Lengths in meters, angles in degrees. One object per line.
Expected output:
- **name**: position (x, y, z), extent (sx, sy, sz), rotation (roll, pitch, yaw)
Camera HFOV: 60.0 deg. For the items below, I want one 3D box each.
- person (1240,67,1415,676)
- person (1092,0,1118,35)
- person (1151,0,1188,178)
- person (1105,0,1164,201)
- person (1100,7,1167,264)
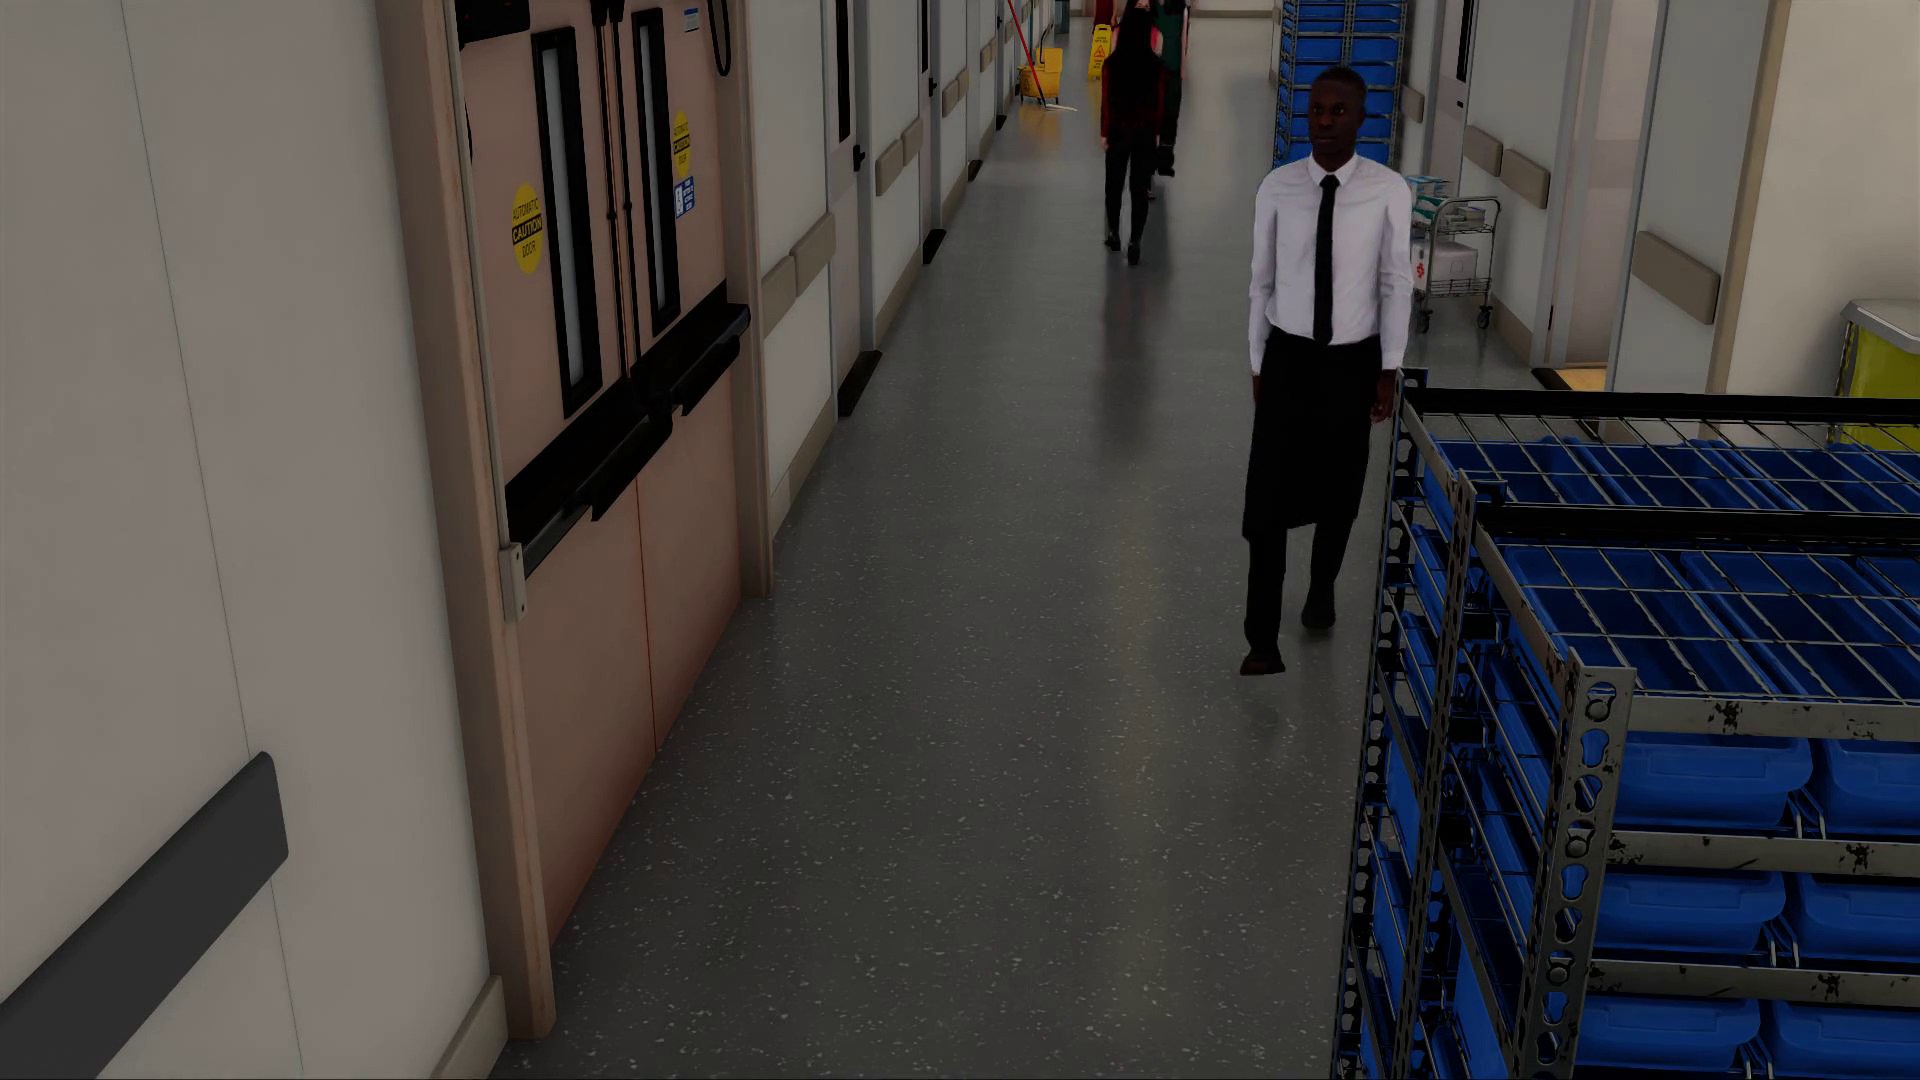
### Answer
- **person**: position (1.149, -0.511, 5.162), extent (0.812, 1.790, 1.259), rotation (6, 22, 15)
- **person**: position (2.151, -7.743, 24.576), extent (0.669, 1.555, 0.729), rotation (15, 25, 35)
- **person**: position (1.739, -4.121, 14.633), extent (0.681, 1.828, 0.793), rotation (0, 21, 0)
- **person**: position (1.408, -3.574, 13.436), extent (0.640, 1.658, 0.622), rotation (-5, 21, -13)
- **person**: position (1.162, -2.655, 11.040), extent (0.680, 1.636, 0.863), rotation (-2, 21, -5)
